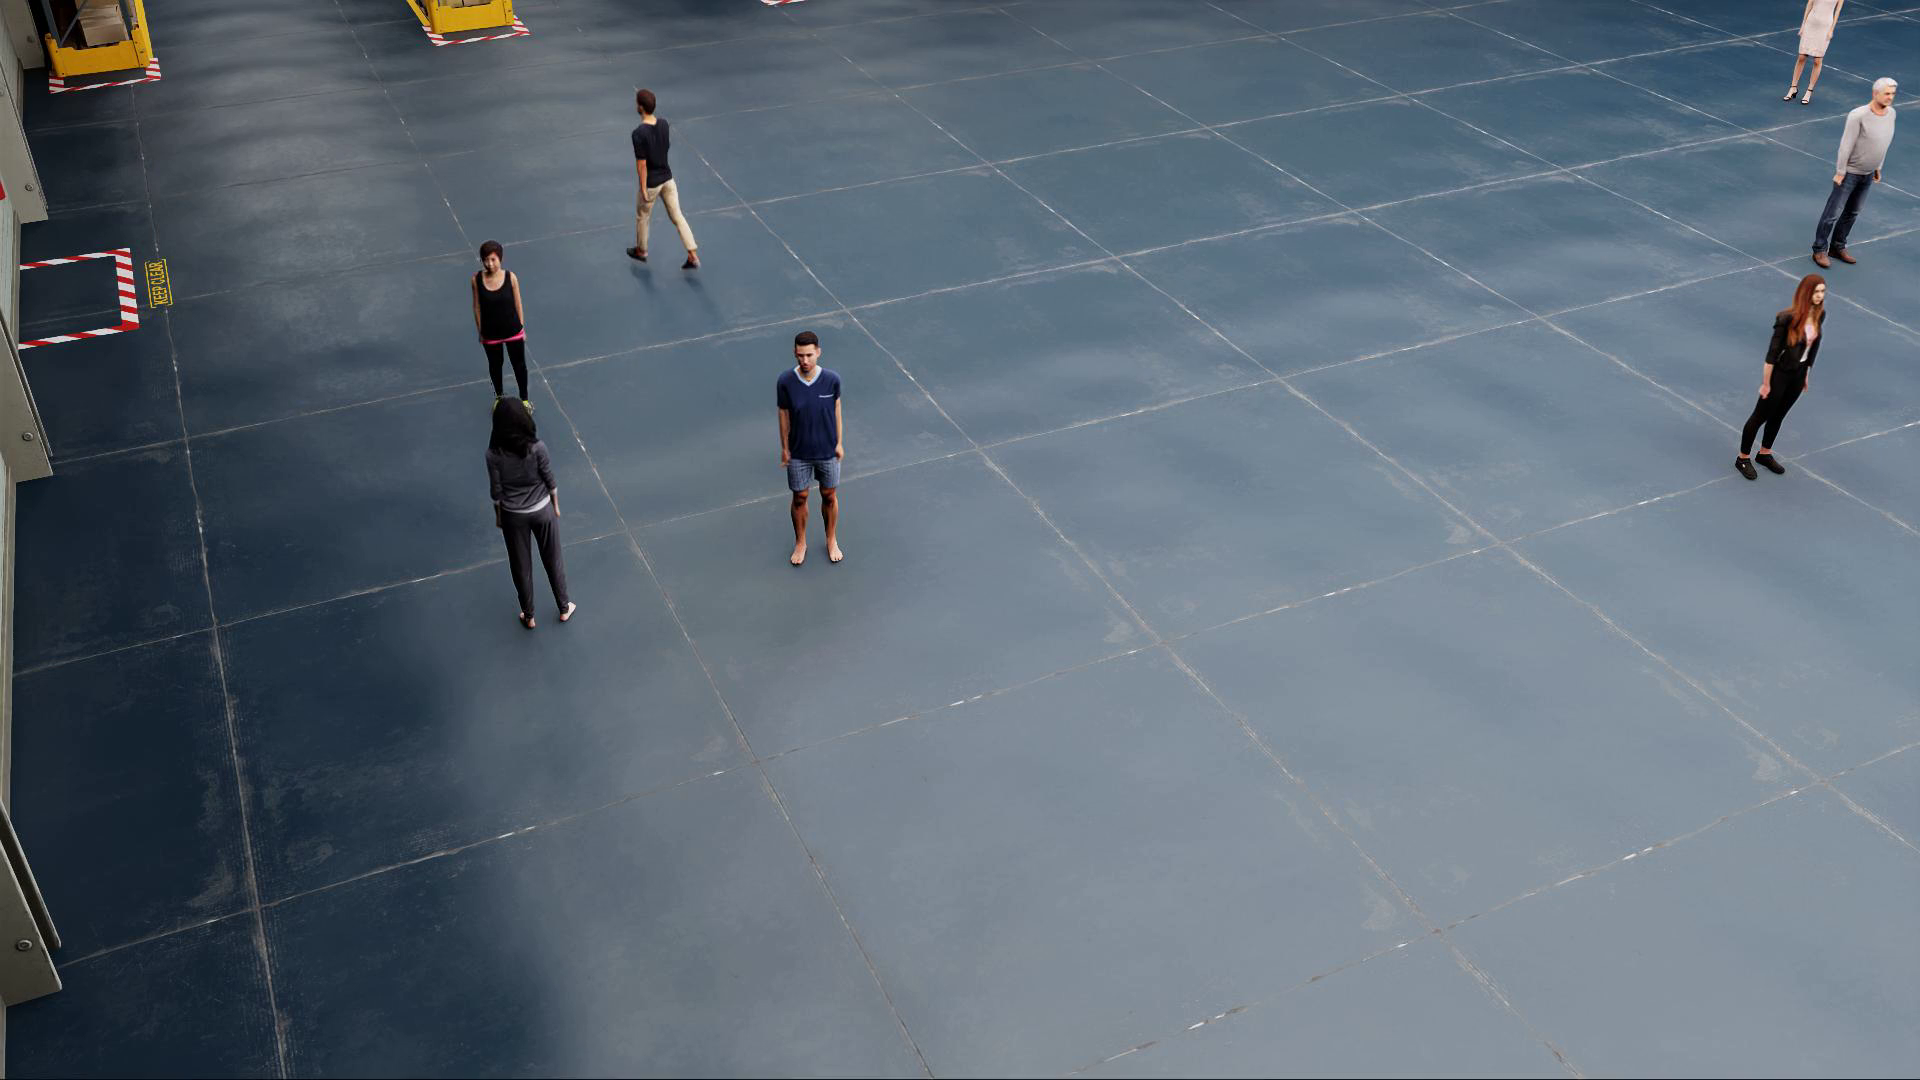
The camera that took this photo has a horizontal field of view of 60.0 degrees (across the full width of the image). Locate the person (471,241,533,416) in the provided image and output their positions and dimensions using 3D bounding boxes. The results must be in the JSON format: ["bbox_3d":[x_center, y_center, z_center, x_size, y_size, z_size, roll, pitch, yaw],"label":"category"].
[{"bbox_3d":[-3.885,-1.808,14.091,0.609,1.554,0.666,-6,34,-9],"label":"person"}]

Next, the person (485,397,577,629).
[{"bbox_3d":[-2.961,-0.180,11.393,0.625,1.765,0.559,-9,34,-13],"label":"person"}]

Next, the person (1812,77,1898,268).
[{"bbox_3d":[8.988,-3.705,16.680,0.743,1.911,0.643,-11,35,-16],"label":"person"}]

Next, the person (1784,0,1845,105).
[{"bbox_3d":[10.818,-6.436,20.953,0.561,1.831,0.697,27,42,35],"label":"person"}]

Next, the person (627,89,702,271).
[{"bbox_3d":[-2.925,-3.507,16.458,1.268,1.821,0.946,26,41,34],"label":"person"}]

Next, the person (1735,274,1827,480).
[{"bbox_3d":[6.535,-1.318,13.191,0.617,1.713,0.546,-10,34,-16],"label":"person"}]

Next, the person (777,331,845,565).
[{"bbox_3d":[-1.074,-0.682,12.089,0.680,1.848,0.648,-4,33,-7],"label":"person"}]
